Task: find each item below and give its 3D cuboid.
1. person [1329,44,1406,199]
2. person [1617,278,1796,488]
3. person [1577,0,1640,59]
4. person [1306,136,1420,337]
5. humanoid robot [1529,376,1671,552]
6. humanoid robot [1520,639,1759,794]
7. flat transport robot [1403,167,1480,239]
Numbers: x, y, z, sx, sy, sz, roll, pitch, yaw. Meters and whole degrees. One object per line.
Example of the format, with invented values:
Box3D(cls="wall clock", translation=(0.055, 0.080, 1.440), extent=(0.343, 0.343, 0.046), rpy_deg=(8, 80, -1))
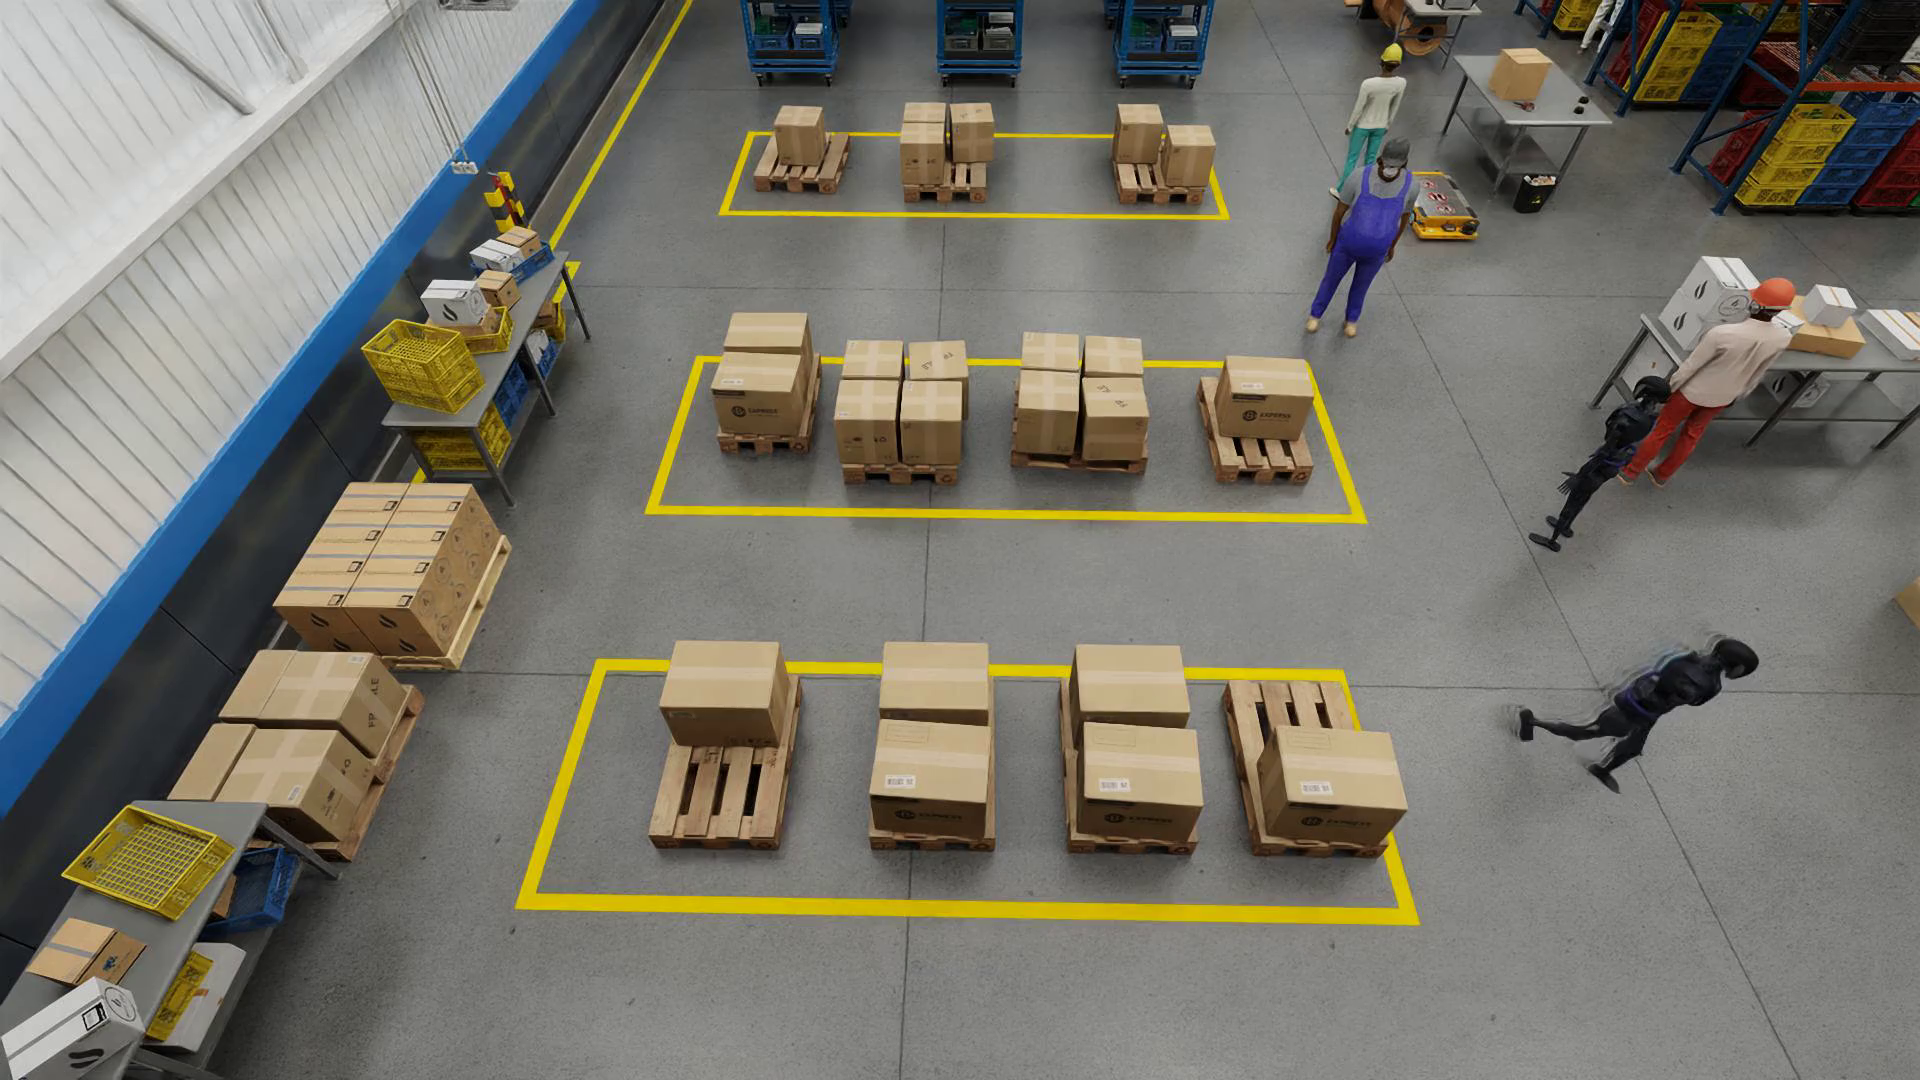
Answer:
Box3D(cls="person", translation=(4.804, -4.866, 10.754), extent=(0.521, 1.768, 0.309), rpy_deg=(-3, 49, -3))
Box3D(cls="person", translation=(6.066, -1.234, 7.470), extent=(0.615, 1.986, 0.405), rpy_deg=(3, 49, 3))
Box3D(cls="person", translation=(9.777, -8.145, 13.515), extent=(0.341, 1.882, 0.584), rpy_deg=(-33, 57, -26))
Box3D(cls="person", translation=(3.907, -2.884, 8.859), extent=(0.685, 2.000, 0.538), rpy_deg=(10, 50, 9))
Box3D(cls="humanoid robot", translation=(4.952, -0.587, 7.101), extent=(0.612, 1.657, 0.314), rpy_deg=(-31, 56, -24))
Box3D(cls="humanoid robot", translation=(4.205, 0.989, 5.775), extent=(0.595, 1.623, 0.728), rpy_deg=(-24, 53, -19))
Box3D(cls="flat transport robot", translation=(5.692, -4.094, 11.059), extent=(0.652, 0.197, 1.431), rpy_deg=(1, 49, 1))
